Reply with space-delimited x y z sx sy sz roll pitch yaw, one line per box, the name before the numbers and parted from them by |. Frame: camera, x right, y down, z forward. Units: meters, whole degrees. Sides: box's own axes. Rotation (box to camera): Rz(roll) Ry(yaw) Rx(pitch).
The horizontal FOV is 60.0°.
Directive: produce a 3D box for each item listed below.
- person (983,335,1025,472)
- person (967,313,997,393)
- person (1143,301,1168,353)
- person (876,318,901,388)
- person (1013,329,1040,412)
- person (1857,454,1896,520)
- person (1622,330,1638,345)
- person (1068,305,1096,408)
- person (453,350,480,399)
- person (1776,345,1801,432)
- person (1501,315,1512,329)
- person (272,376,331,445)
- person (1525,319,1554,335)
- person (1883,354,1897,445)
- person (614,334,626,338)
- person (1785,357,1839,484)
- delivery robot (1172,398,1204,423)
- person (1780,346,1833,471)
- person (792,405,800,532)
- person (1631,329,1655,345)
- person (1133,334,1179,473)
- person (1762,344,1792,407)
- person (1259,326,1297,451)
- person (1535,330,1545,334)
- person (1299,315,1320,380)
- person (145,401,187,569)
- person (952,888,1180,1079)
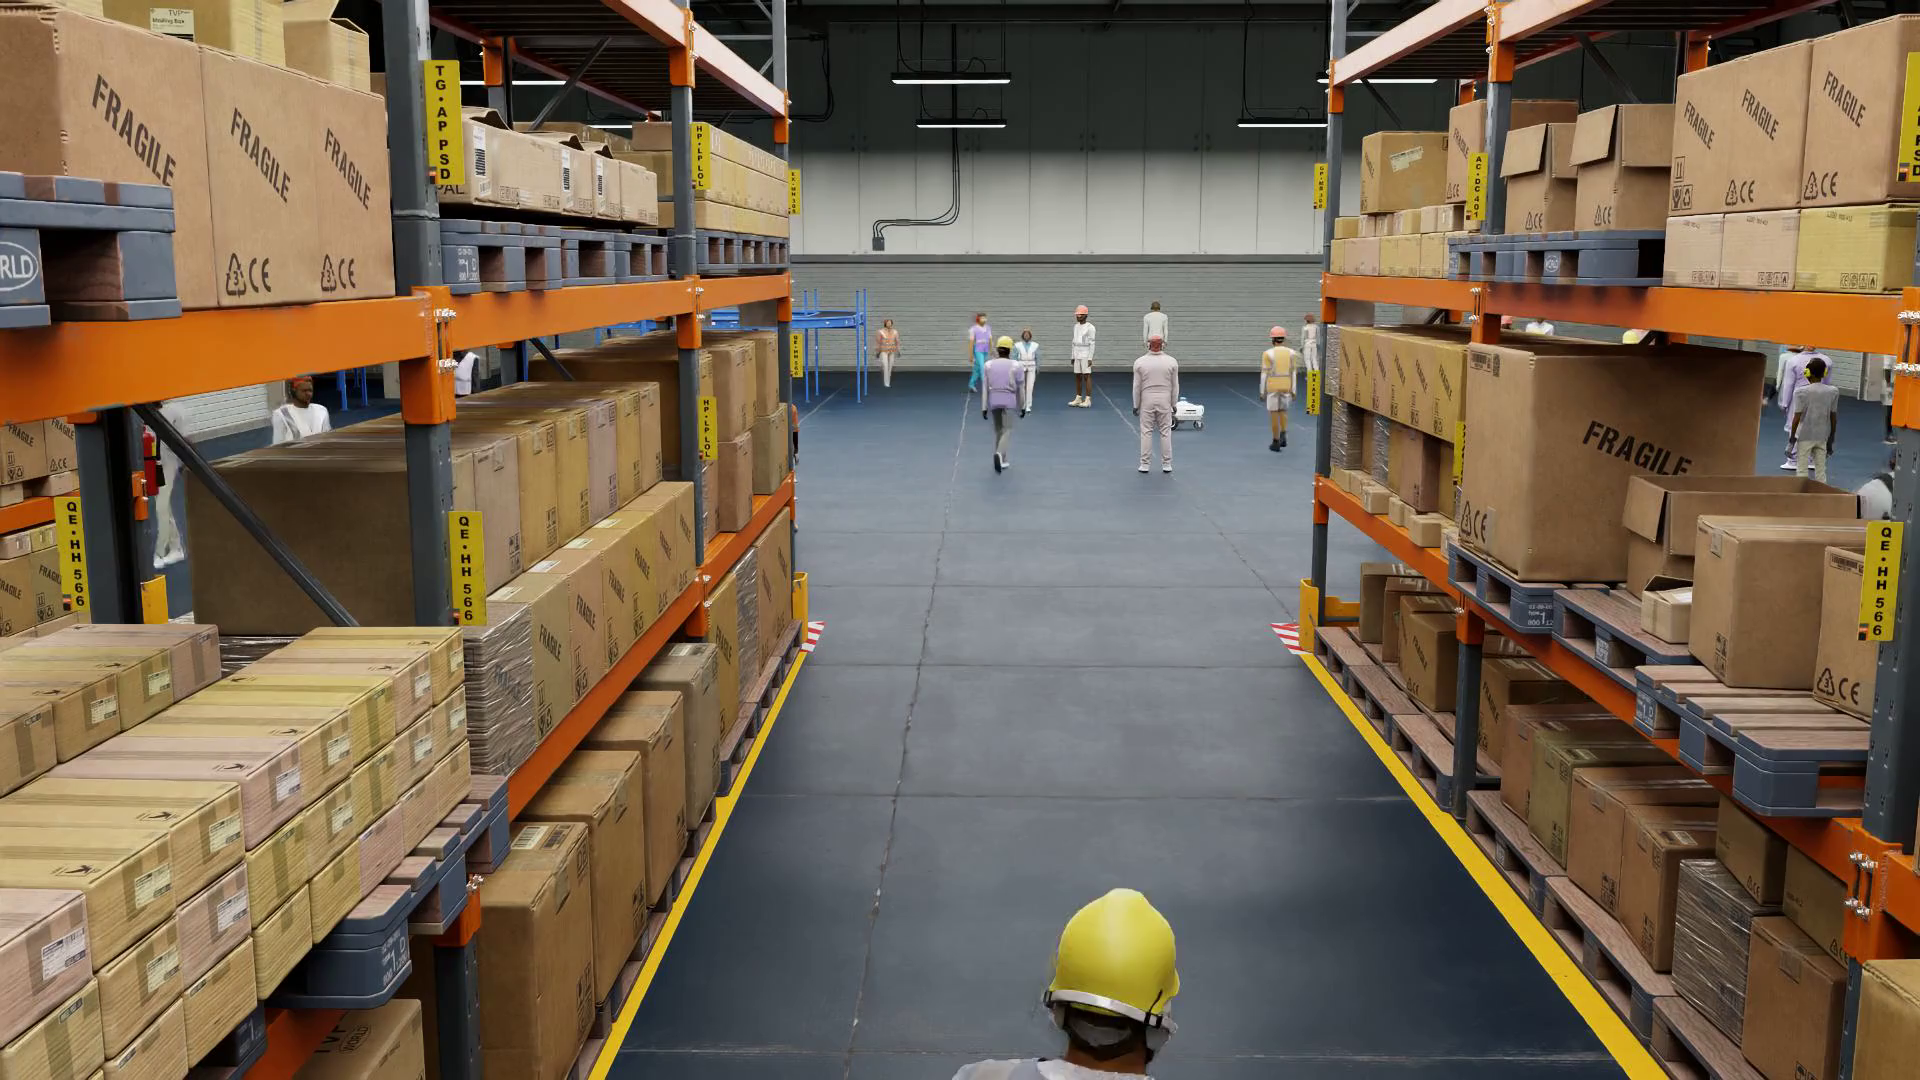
person | 0.584 -1.901 23.190 0.595 1.896 0.887 3 10 18
person | 0.465 -4.154 36.967 0.958 1.804 0.591 9 13 43
person | 4.849 -4.949 41.296 0.627 1.940 0.372 0 9 2
person | -1.641 -4.317 38.495 0.527 1.606 0.798 -5 11 -26
person | 1.298 -3.336 32.571 0.528 1.618 0.621 0 9 2
person | 5.461 0.339 9.442 0.712 2.000 0.703 -3 10 -16
person | 9.944 -2.177 24.799 0.591 1.907 0.744 3 10 18
person | 2.450 -3.697 33.479 0.378 2.045 0.605 -7 12 -36
person | -7.280 -2.099 24.337 0.593 1.907 0.450 3 10 16
person | 14.290 -2.661 28.542 0.515 1.616 0.419 0 9 3
person | 10.767 -3.515 32.904 1.017 1.886 0.556 -5 11 -26
person | -6.113 -0.631 15.644 0.467 1.872 0.585 5 11 28
person | 12.551 -4.073 36.166 0.610 1.897 0.982 5 11 28
person | 14.983 -2.468 26.458 0.609 1.937 0.604 0 9 -3
person | -5.024 -2.160 24.918 0.596 1.823 0.661 6 11 31
person | 9.370 -1.076 18.324 0.519 1.865 0.328 0 9 2
delivery robot | 3.901 -2.247 29.093 0.707 0.478 0.477 0 10 1
person | 11.824 -1.925 23.290 0.641 1.904 0.406 0 9 2
person | -1.983 -0.922 17.896 0.533 1.697 0.319 0 9 2
person | 14.314 -3.823 34.786 0.645 1.870 0.933 6 11 34
person | 2.705 -1.887 23.049 0.640 1.910 0.407 0 9 2
person | 16.391 -3.461 33.211 0.850 1.650 0.544 6 11 33
person | 4.910 -2.344 25.733 0.567 1.919 0.428 -2 10 -12
person | 10.284 -2.875 29.587 0.486 1.697 0.901 -1 10 -9
person | 8.692 -4.758 41.170 0.629 1.605 0.350 -5 11 -26
person | -7.682 -0.637 15.813 0.540 1.826 0.895 1 10 8
person | 0.219 1.518 3.007 0.590 1.800 0.901 2 10 13
